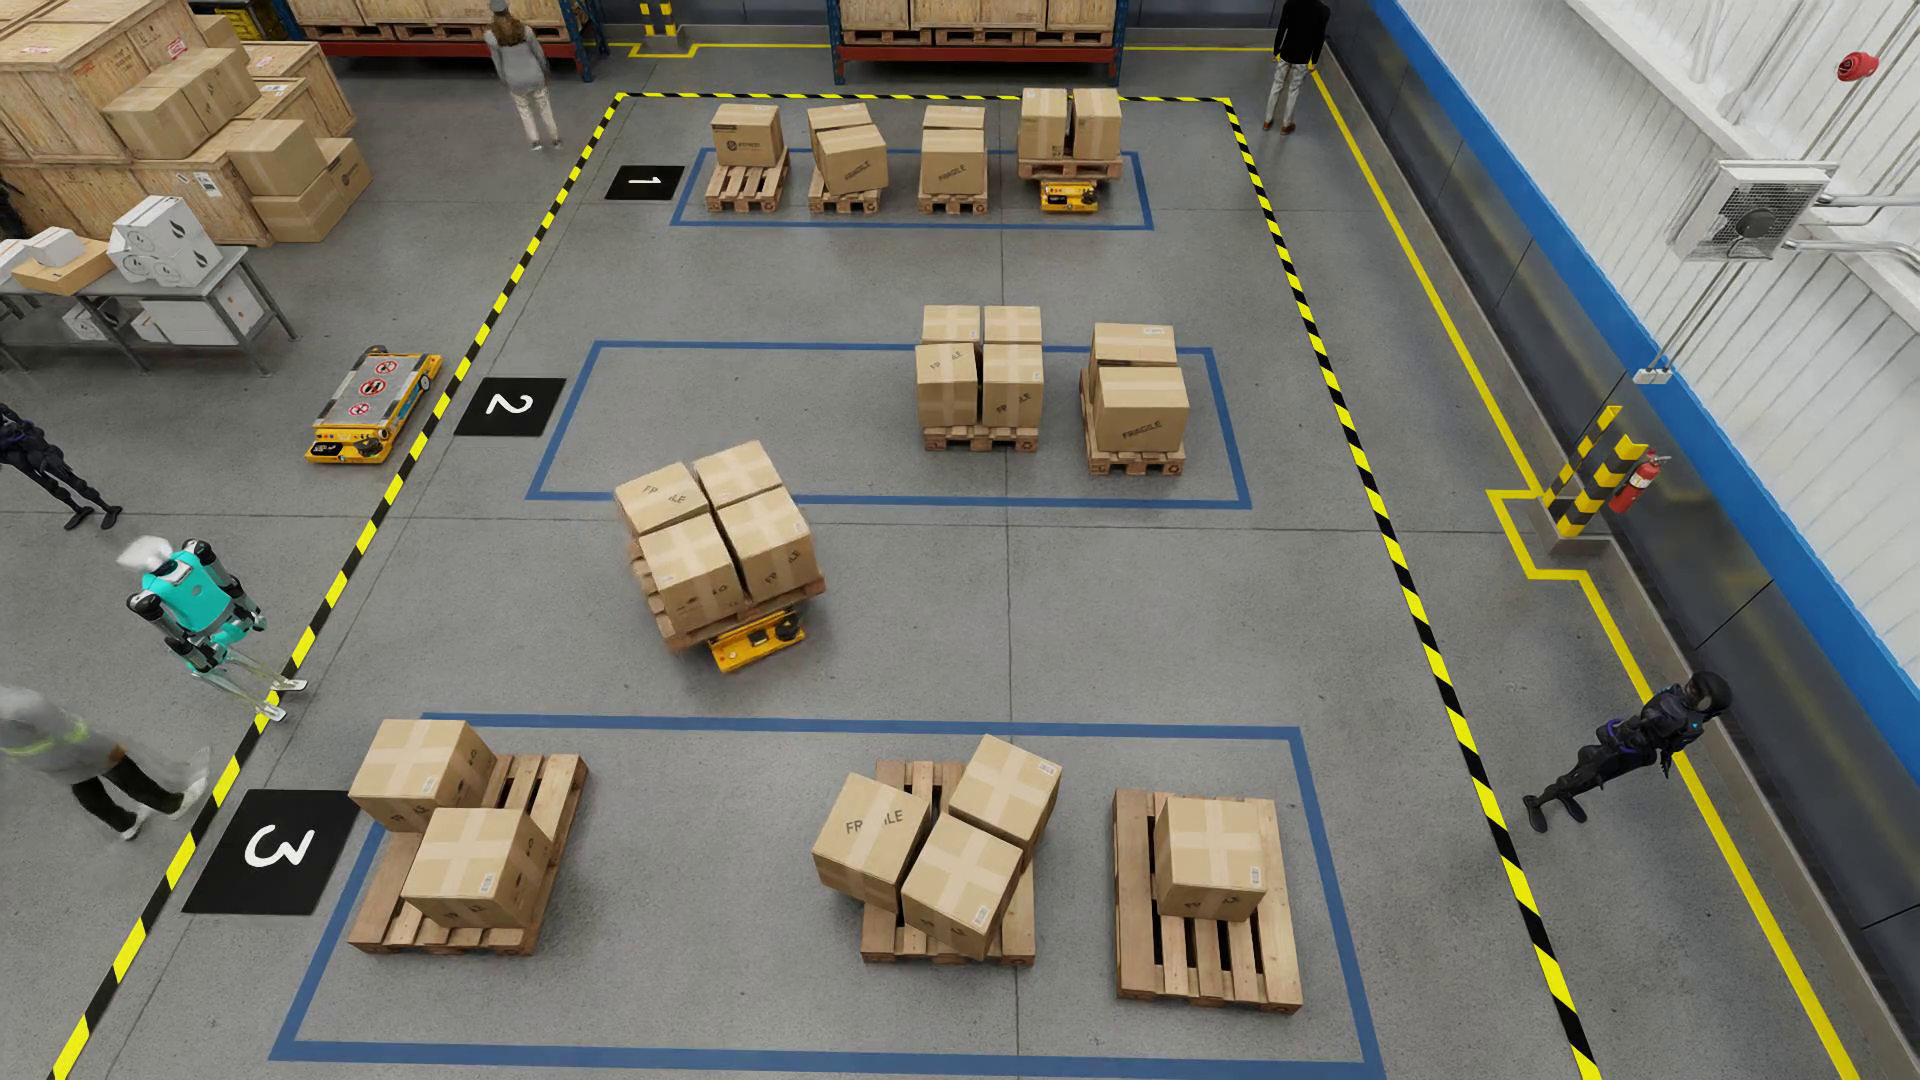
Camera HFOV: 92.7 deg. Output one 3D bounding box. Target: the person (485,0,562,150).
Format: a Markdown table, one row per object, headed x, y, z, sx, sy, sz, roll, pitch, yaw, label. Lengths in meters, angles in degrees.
| x | y | z | sx | sy | sz | roll | pitch | yaw | label |
| --- | --- | --- | --- | --- | --- | --- | --- | --- | --- |
| -5.261 | -5.622 | 11.154 | 0.638 | 1.754 | 0.446 | -17 | 52 | -14 | person |

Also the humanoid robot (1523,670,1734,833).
| x | y | z | sx | sy | sz | roll | pitch | yaw | label |
| --- | --- | --- | --- | --- | --- | --- | --- | --- | --- |
| 3.924 | 1.251 | 5.374 | 0.599 | 1.659 | 0.315 | -7 | 50 | -6 | humanoid robot |

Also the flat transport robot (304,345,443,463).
| x | y | z | sx | sy | sz | roll | pitch | yaw | label |
| --- | --- | --- | --- | --- | --- | --- | --- | --- | --- |
| -5.383 | -1.269 | 8.441 | 0.659 | 0.231 | 1.431 | 1 | 50 | 1 | flat transport robot |

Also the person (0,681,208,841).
| x | y | z | sx | sy | sz | roll | pitch | yaw | label |
| --- | --- | --- | --- | --- | --- | --- | --- | --- | --- |
| -5.233 | 1.165 | 5.348 | 0.596 | 1.852 | 0.395 | 0 | 50 | 0 | person |

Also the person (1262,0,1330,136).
| x | y | z | sx | sy | sz | roll | pitch | yaw | label |
| --- | --- | --- | --- | --- | --- | --- | --- | --- | --- |
| 4.189 | -6.046 | 11.426 | 0.589 | 1.880 | 0.380 | 27 | 55 | 21 | person |

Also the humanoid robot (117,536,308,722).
| x | y | z | sx | sy | sz | roll | pitch | yaw | label |
| --- | --- | --- | --- | --- | --- | --- | --- | --- | --- |
| -4.862 | 0.557 | 5.844 | 0.735 | 1.680 | 0.533 | 9 | 50 | 8 | humanoid robot |

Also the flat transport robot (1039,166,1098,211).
| x | y | z | sx | sy | sz | roll | pitch | yaw | label |
| --- | --- | --- | --- | --- | --- | --- | --- | --- | --- |
| 1.294 | -4.461 | 11.123 | 0.652 | 0.197 | 1.431 | 1 | 50 | 1 | flat transport robot |

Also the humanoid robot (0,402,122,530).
| x | y | z | sx | sy | sz | roll | pitch | yaw | label |
| --- | --- | --- | --- | --- | --- | --- | --- | --- | --- |
| -7.195 | -0.691 | 7.019 | 0.599 | 1.657 | 0.315 | 2 | 50 | 2 | humanoid robot |

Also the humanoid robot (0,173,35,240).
| x | y | z | sx | sy | sz | roll | pitch | yaw | label |
| --- | --- | --- | --- | --- | --- | --- | --- | --- | --- |
| -10.093 | -3.576 | 9.473 | 0.316 | 1.650 | 0.603 | 3 | 50 | 2 | humanoid robot |

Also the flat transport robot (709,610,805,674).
| x | y | z | sx | sy | sz | roll | pitch | yaw | label |
| --- | --- | --- | --- | --- | --- | --- | --- | --- | --- |
| -1.775 | 0.320 | 7.078 | 0.652 | 0.197 | 1.431 | -22 | 53 | -18 | flat transport robot |
